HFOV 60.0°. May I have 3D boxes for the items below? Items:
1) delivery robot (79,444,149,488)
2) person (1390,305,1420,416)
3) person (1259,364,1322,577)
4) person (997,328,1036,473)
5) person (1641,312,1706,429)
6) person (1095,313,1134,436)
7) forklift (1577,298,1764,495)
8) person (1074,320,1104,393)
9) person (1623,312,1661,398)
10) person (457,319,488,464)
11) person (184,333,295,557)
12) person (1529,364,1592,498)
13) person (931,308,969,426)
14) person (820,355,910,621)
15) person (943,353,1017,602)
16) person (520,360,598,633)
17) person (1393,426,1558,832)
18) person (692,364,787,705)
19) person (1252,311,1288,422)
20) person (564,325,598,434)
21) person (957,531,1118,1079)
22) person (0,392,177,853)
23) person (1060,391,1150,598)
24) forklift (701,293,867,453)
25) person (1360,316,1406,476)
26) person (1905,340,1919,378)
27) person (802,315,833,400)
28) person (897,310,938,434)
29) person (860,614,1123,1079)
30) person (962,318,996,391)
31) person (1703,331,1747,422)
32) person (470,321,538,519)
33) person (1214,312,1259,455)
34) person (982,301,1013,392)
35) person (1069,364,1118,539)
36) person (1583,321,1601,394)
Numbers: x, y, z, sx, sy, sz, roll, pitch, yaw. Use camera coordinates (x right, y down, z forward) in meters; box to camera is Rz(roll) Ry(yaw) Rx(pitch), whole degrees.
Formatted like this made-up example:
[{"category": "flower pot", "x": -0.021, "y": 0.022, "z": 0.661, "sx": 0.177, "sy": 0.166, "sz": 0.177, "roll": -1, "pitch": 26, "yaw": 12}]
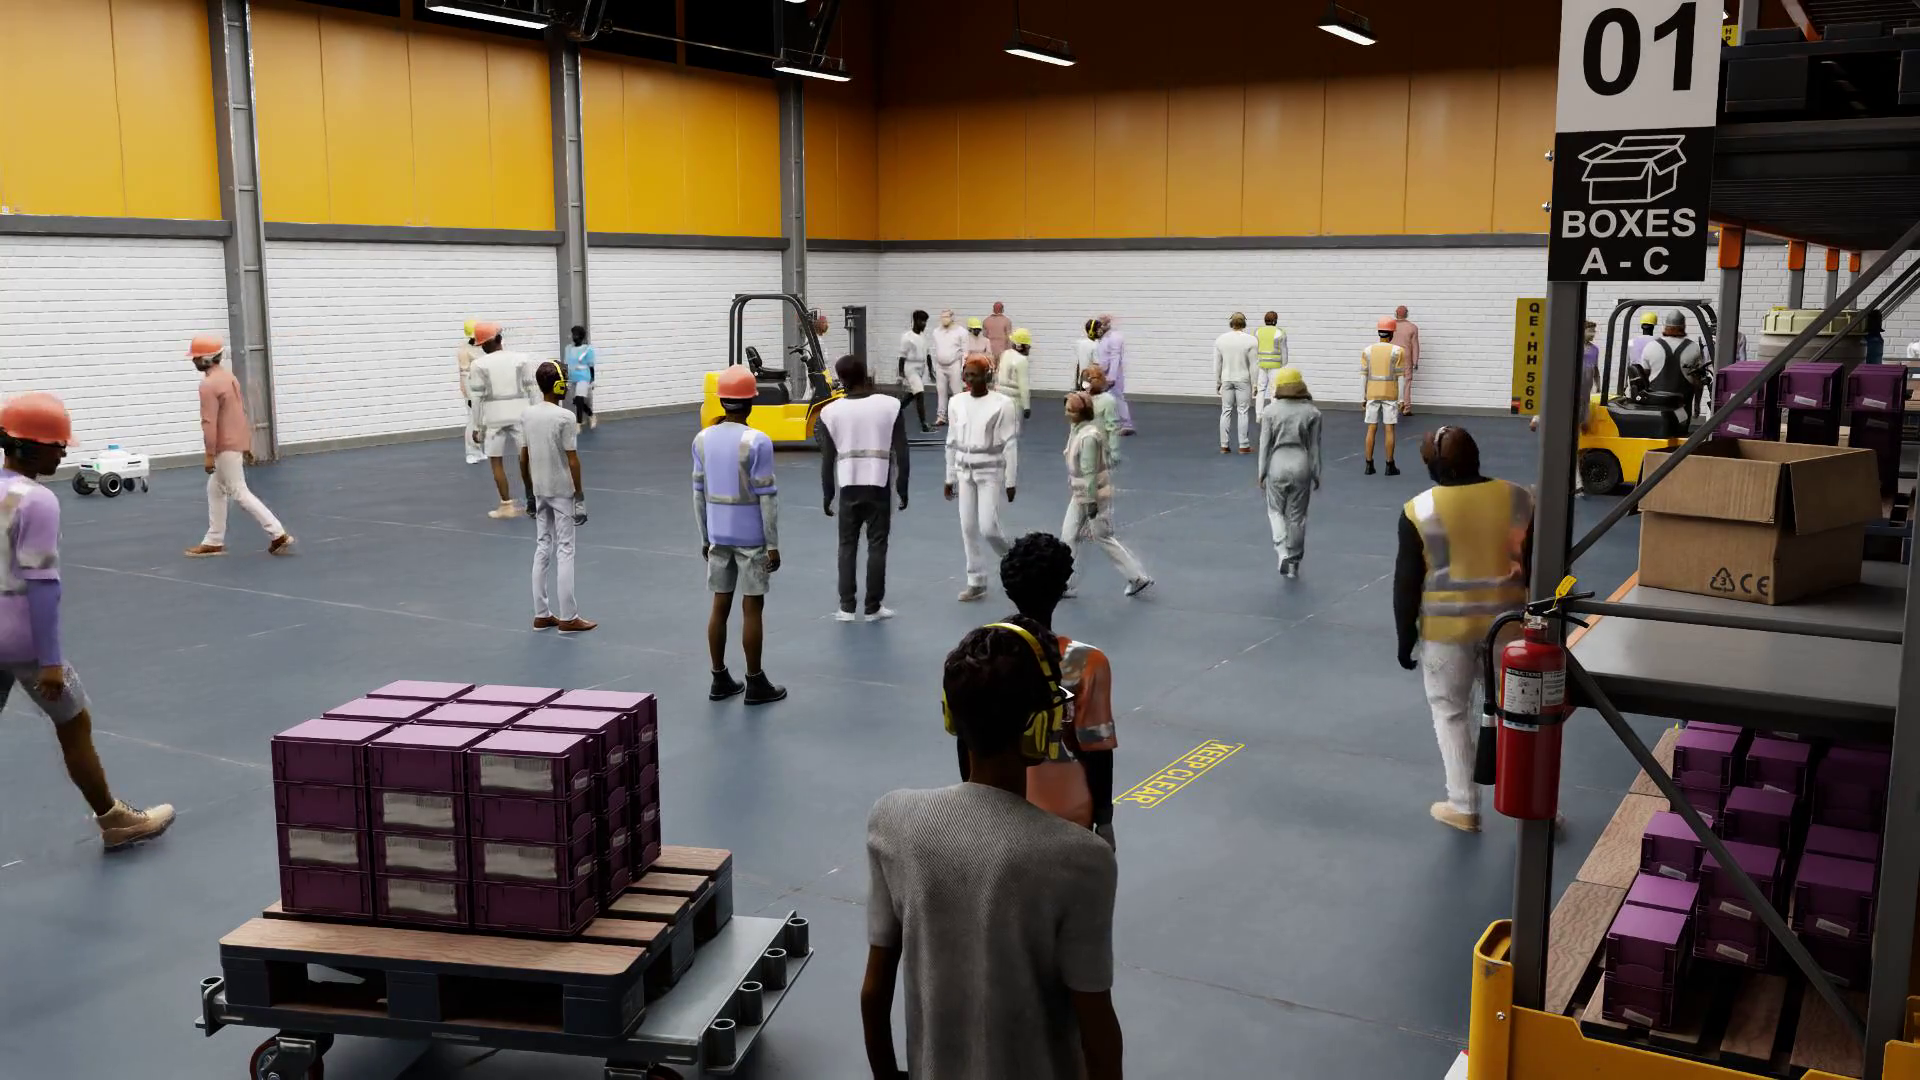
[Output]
[{"category": "delivery robot", "x": -9.416, "y": -0.828, "z": 18.519, "sx": 0.477, "sy": 0.478, "sz": 0.707, "roll": 4, "pitch": 10, "yaw": 23}, {"category": "person", "x": 7.608, "y": -3.092, "z": 28.726, "sx": 0.652, "sy": 1.909, "sz": 0.409, "roll": 5, "pitch": 10, "yaw": 29}, {"category": "person", "x": 2.648, "y": -0.541, "z": 13.338, "sx": 0.495, "sy": 1.725, "sz": 0.439, "roll": 2, "pitch": 9, "yaw": 10}, {"category": "person", "x": 0.675, "y": -1.706, "z": 20.454, "sx": 0.477, "sy": 1.793, "sz": 0.610, "roll": -3, "pitch": 10, "yaw": -20}, {"category": "person", "x": 8.385, "y": -1.693, "z": 19.588, "sx": 0.701, "sy": 2.000, "sz": 0.620, "roll": 4, "pitch": 10, "yaw": 23}, {"category": "person", "x": 2.209, "y": -2.471, "z": 25.028, "sx": 0.976, "sy": 1.856, "sz": 0.670, "roll": -5, "pitch": 10, "yaw": -27}, {"category": "forklift", "x": 7.954, "y": -1.589, "z": 18.462, "sx": 2.313, "sy": 2.155, "sz": 1.214, "roll": 5, "pitch": 11, "yaw": 30}, {"category": "person", "x": 1.756, "y": -2.147, "z": 23.114, "sx": 0.388, "sy": 1.827, "sz": 0.631, "roll": -4, "pitch": 10, "yaw": -25}, {"category": "person", "x": 9.413, "y": -2.163, "z": 22.875, "sx": 0.594, "sy": 1.925, "sz": 0.369, "roll": 5, "pitch": 10, "yaw": 29}, {"category": "person", "x": -6.254, "y": -1.926, "z": 21.581, "sx": 0.391, "sy": 1.878, "sz": 0.755, "roll": 2, "pitch": 9, "yaw": 9}, {"category": "person", "x": -6.252, "y": -0.810, "z": 14.373, "sx": 0.909, "sy": 1.958, "sz": 0.615, "roll": -1, "pitch": 9, "yaw": -9}, {"category": "person", "x": 6.633, "y": -1.358, "z": 18.305, "sx": 0.601, "sy": 1.786, "sz": 0.935, "roll": -4, "pitch": 10, "yaw": -22}, {"category": "person", "x": -0.188, "y": -2.760, "z": 26.666, "sx": 0.651, "sy": 1.906, "sz": 0.403, "roll": 4, "pitch": 10, "yaw": 26}, {"category": "person", "x": -0.675, "y": -0.346, "z": 11.712, "sx": 0.632, "sy": 1.886, "sz": 0.411, "roll": 0, "pitch": 9, "yaw": 2}, {"category": "person", "x": 0.174, "y": -0.474, "z": 12.502, "sx": 0.587, "sy": 1.870, "sz": 0.475, "roll": 6, "pitch": 11, "yaw": 35}, {"category": "person", "x": -2.767, "y": -0.295, "z": 11.392, "sx": 0.532, "sy": 1.870, "sz": 0.315, "roll": 5, "pitch": 10, "yaw": 29}, {"category": "person", "x": 2.267, "y": 0.398, "z": 7.322, "sx": 0.750, "sy": 1.792, "sz": 0.446, "roll": 0, "pitch": 9, "yaw": 2}, {"category": "person", "x": -1.251, "y": -0.028, "z": 9.505, "sx": 0.551, "sy": 1.939, "sz": 0.356, "roll": 5, "pitch": 10, "yaw": 29}, {"category": "person", "x": 5.100, "y": -2.842, "z": 27.377, "sx": 0.634, "sy": 1.842, "sz": 0.429, "roll": 5, "pitch": 10, "yaw": 29}, {"category": "person", "x": -5.819, "y": -2.474, "z": 25.596, "sx": 0.535, "sy": 1.674, "sz": 0.765, "roll": 5, "pitch": 10, "yaw": 27}, {"category": "person", "x": 0.228, "y": 0.818, "z": 4.978, "sx": 0.541, "sy": 1.698, "sz": 0.315, "roll": 5, "pitch": 10, "yaw": 29}, {"category": "person", "x": -3.786, "y": 0.388, "z": 6.801, "sx": 0.703, "sy": 1.970, "sz": 1.024, "roll": 6, "pitch": 11, "yaw": 32}, {"category": "person", "x": 1.034, "y": -0.332, "z": 12.496, "sx": 0.781, "sy": 1.593, "sz": 0.552, "roll": -2, "pitch": 9, "yaw": -13}, {"category": "forklift", "x": -2.458, "y": -2.344, "z": 23.176, "sx": 2.313, "sy": 2.155, "sz": 1.214, "roll": 0, "pitch": 9, "yaw": -2}, {"category": "person", "x": 5.162, "y": -1.752, "z": 20.277, "sx": 0.552, "sy": 1.936, "sz": 0.358, "roll": 5, "pitch": 10, "yaw": 29}, {"category": "person", "x": 12.626, "y": -1.970, "z": 21.716, "sx": 0.587, "sy": 1.922, "sz": 0.489, "roll": 4, "pitch": 10, "yaw": 24}, {"category": "person", "x": -2.150, "y": -2.512, "z": 25.391, "sx": 0.974, "sy": 1.830, "sz": 0.576, "roll": -2, "pitch": 9, "yaw": -12}, {"category": "person", "x": -0.766, "y": -2.608, "z": 25.715, "sx": 0.972, "sy": 1.919, "sz": 0.617, "roll": 6, "pitch": 11, "yaw": 32}, {"category": "person", "x": 0.072, "y": 1.054, "z": 2.972, "sx": 0.532, "sy": 1.870, "sz": 0.315, "roll": 5, "pitch": 10, "yaw": 29}, {"category": "person", "x": 0.293, "y": -2.732, "z": 27.035, "sx": 0.540, "sy": 1.723, "sz": 0.870, "roll": -4, "pitch": 10, "yaw": -22}, {"category": "person", "x": 11.861, "y": -2.594, "z": 25.827, "sx": 0.634, "sy": 1.843, "sz": 0.429, "roll": 5, "pitch": 10, "yaw": 29}, {"category": "person", "x": -4.464, "y": -1.187, "z": 16.647, "sx": 0.839, "sy": 1.993, "sz": 0.370, "roll": -4, "pitch": 10, "yaw": -24}, {"category": "person", "x": 3.764, "y": -2.129, "z": 22.621, "sx": 0.635, "sy": 1.939, "sz": 0.359, "roll": 5, "pitch": 10, "yaw": 29}, {"category": "person", "x": 0.764, "y": -3.703, "z": 32.543, "sx": 0.652, "sy": 1.909, "sz": 0.409, "roll": 5, "pitch": 10, "yaw": 29}, {"category": "person", "x": 1.199, "y": -0.807, "z": 15.348, "sx": 0.453, "sy": 1.616, "sz": 0.533, "roll": -8, "pitch": 12, "yaw": -39}, {"category": "person", "x": 8.281, "y": -1.980, "z": 22.054, "sx": 0.600, "sy": 1.824, "sz": 0.581, "roll": -5, "pitch": 10, "yaw": -29}]
